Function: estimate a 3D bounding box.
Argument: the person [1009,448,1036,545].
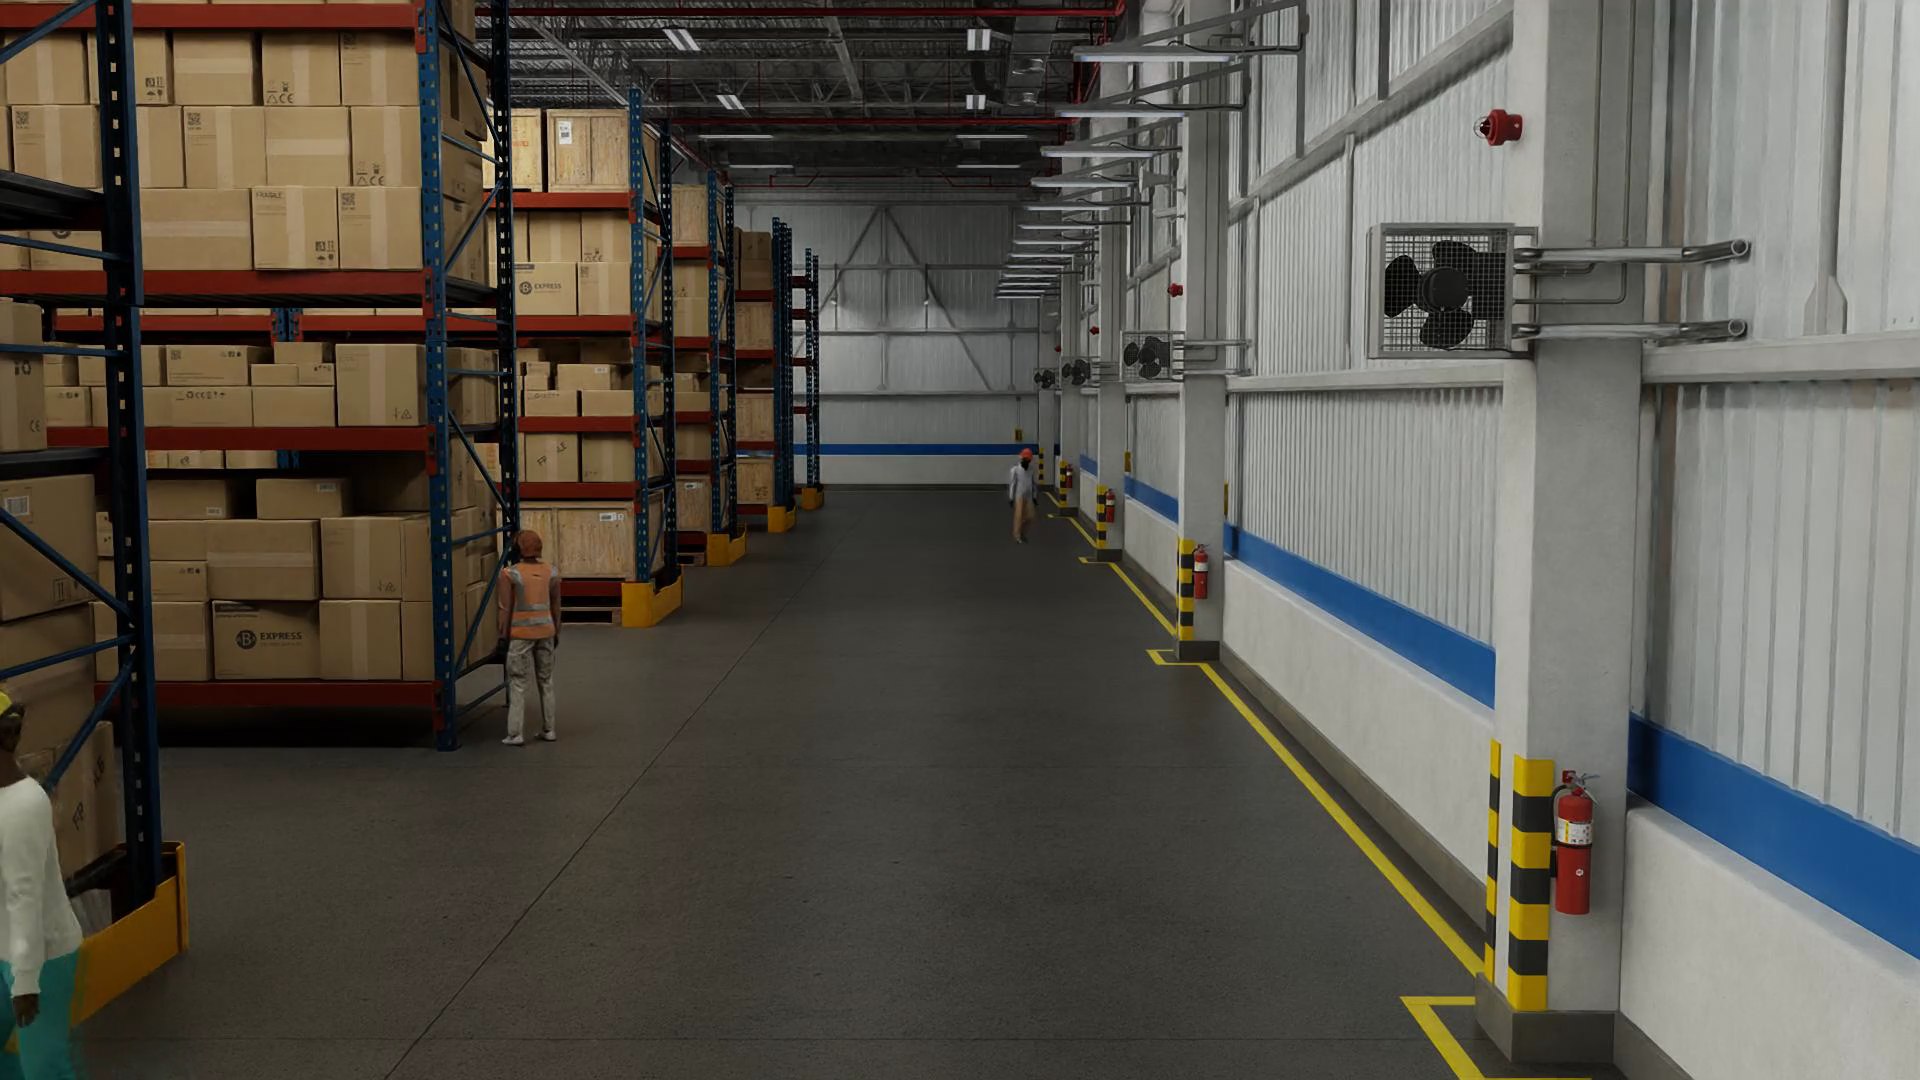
[{"bbox_3d":[1.120,-0.772,29.460,0.604,1.733,0.363,-4,6,-38],"label":"person"}]

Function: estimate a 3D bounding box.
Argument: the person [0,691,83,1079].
[{"bbox_3d":[-2.946,1.317,5.200,0.386,1.737,0.634,-5,7,-44],"label":"person"}]

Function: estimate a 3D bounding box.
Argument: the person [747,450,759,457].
[{"bbox_3d":[-5.113,-1.886,41.566,0.930,1.912,0.552,1,5,7],"label":"person"}]

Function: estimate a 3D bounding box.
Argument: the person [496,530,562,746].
[{"bbox_3d":[-3.239,0.736,12.555,0.529,1.624,0.314,-4,7,-42],"label":"person"}]
